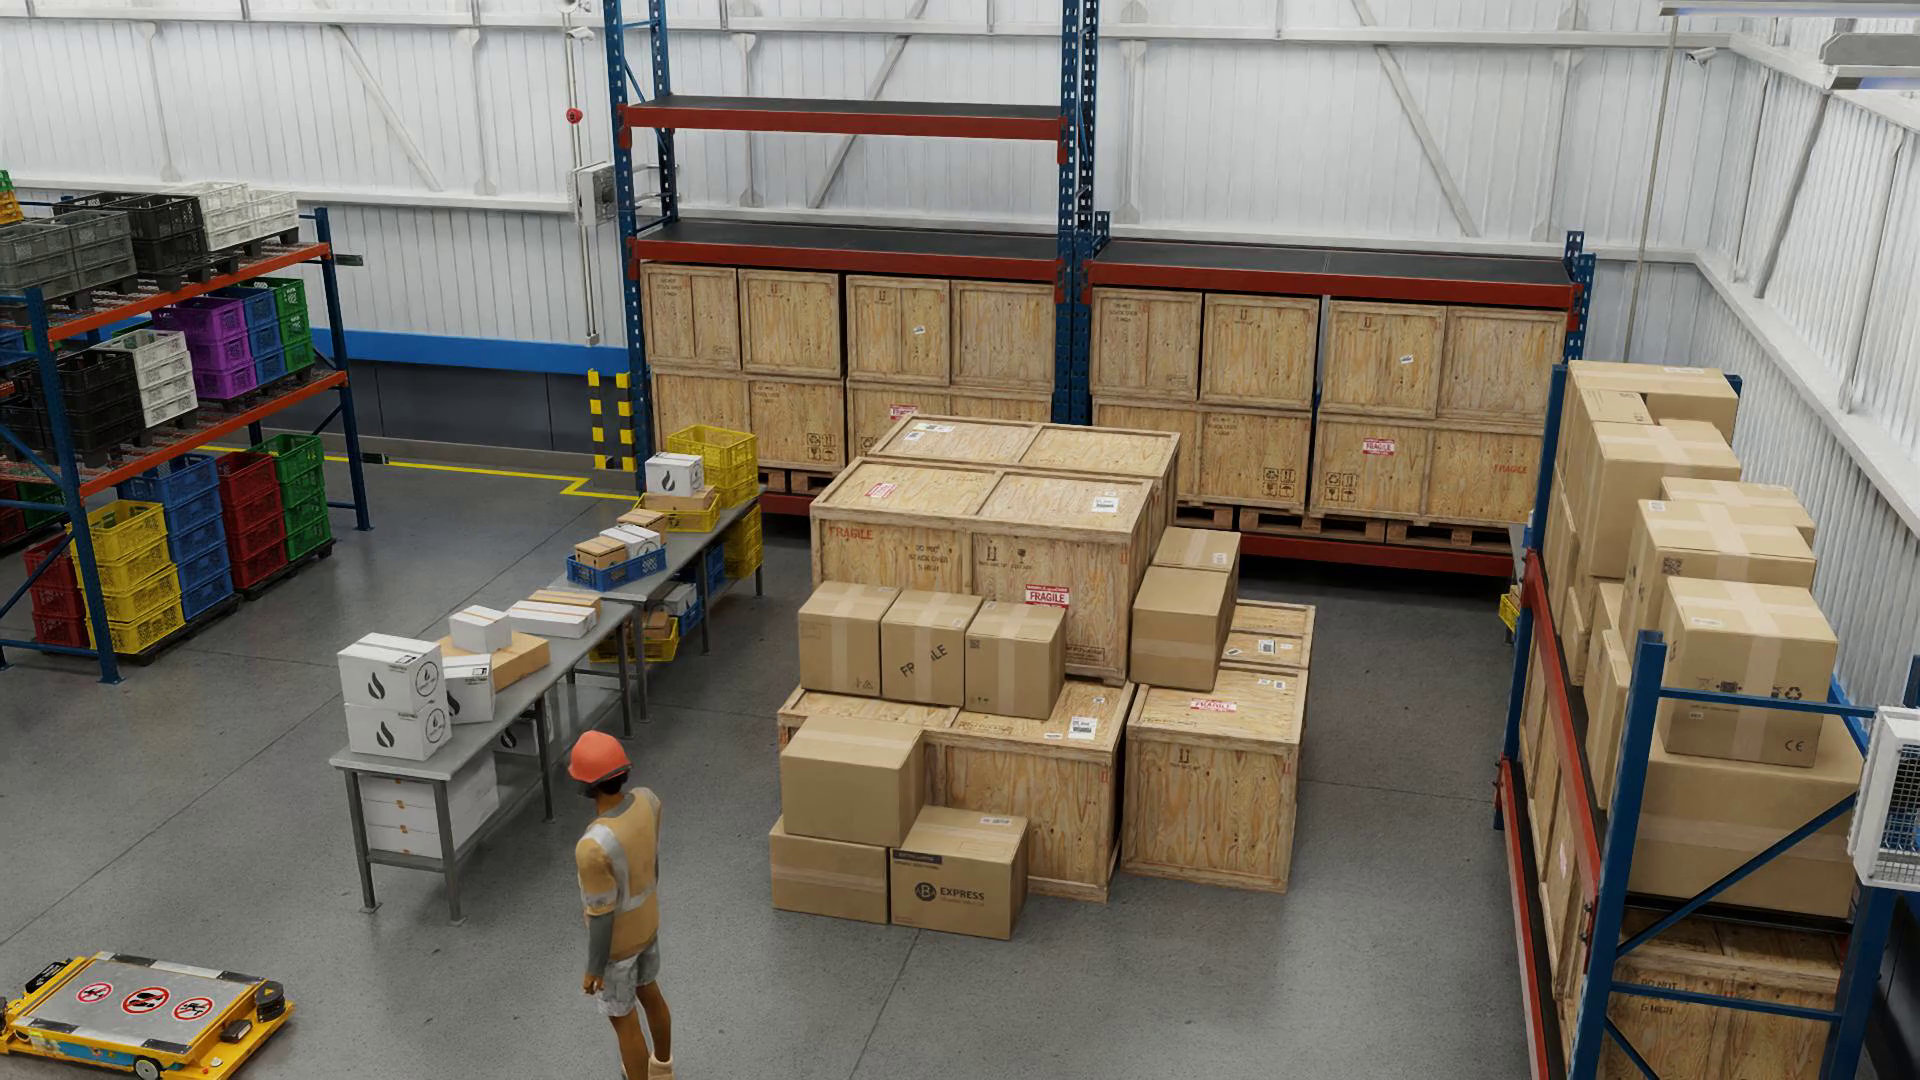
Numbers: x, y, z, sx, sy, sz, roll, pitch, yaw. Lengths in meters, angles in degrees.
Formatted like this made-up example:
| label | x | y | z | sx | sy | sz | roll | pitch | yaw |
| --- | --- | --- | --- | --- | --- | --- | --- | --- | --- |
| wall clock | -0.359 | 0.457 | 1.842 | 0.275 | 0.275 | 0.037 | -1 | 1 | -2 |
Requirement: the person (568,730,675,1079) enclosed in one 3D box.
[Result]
| label | x | y | z | sx | sy | sz | roll | pitch | yaw |
| --- | --- | --- | --- | --- | --- | --- | --- | --- | --- |
| person | -1.606 | 1.826 | 7.791 | 0.387 | 2.039 | 0.610 | 6 | 22 | 16 |

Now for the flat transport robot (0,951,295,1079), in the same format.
| label | x | y | z | sx | sy | sz | roll | pitch | yaw |
| --- | --- | --- | --- | --- | --- | --- | --- | --- | --- |
| flat transport robot | -4.270 | 2.464 | 8.601 | 1.431 | 0.231 | 0.659 | 5 | 22 | 13 |
